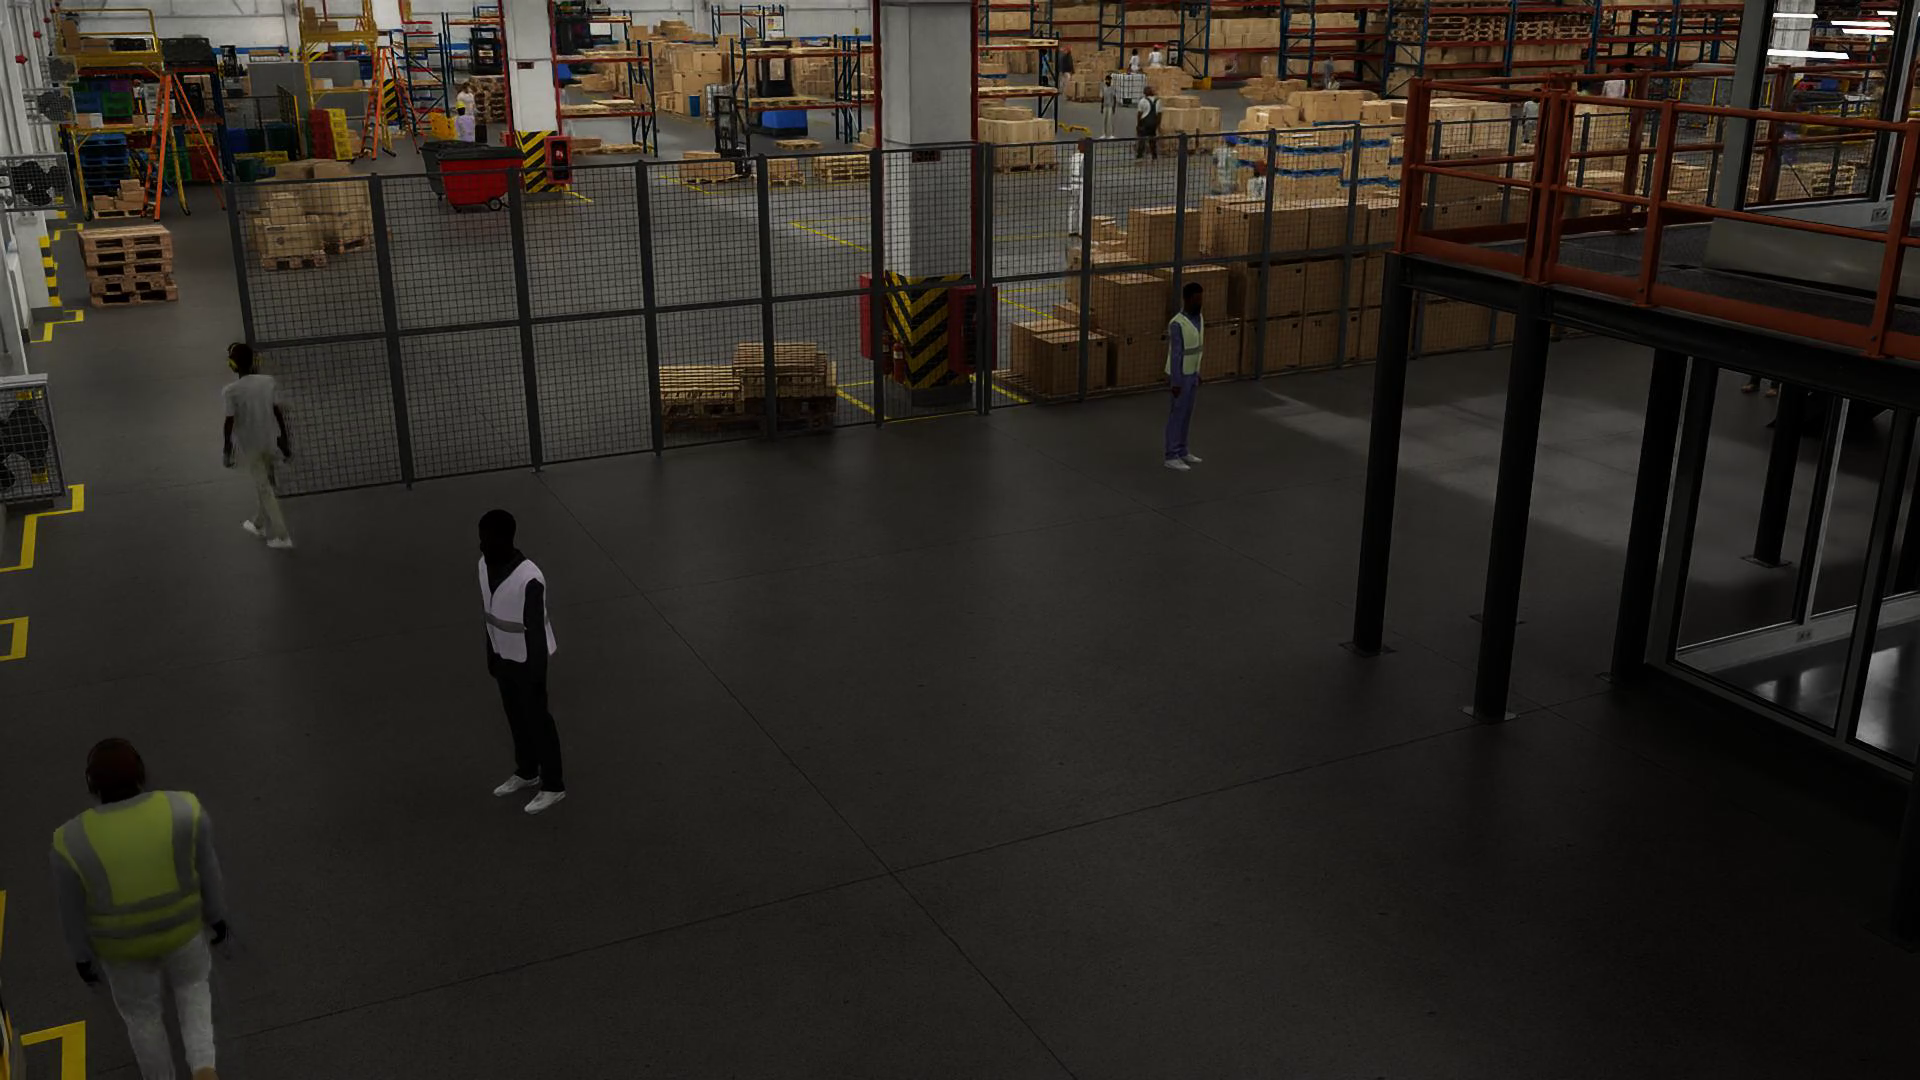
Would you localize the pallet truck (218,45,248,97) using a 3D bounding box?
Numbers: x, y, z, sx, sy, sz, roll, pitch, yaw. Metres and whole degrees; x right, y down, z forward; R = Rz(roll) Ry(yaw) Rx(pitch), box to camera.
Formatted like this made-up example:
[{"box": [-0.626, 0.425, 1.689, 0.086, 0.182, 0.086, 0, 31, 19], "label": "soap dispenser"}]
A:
[{"box": [-28.879, -18.665, 66.111, 0.823, 1.965, 1.885, -3, 19, -9], "label": "pallet truck"}]

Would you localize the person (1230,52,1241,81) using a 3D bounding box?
[{"box": [12.465, -21.685, 75.120, 0.527, 1.827, 0.643, -11, 22, -28], "label": "person"}]

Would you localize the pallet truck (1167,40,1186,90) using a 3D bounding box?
[{"box": [9.045, -19.971, 69.895, 0.823, 1.965, 1.885, -3, 19, -8], "label": "pallet truck"}]

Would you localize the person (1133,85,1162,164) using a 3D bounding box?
[{"box": [4.892, -10.888, 43.500, 0.873, 2.000, 0.604, -11, 22, -29], "label": "person"}]

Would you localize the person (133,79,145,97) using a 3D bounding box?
[{"box": [-25.354, -13.403, 51.415, 0.523, 1.632, 0.313, 6, 20, 17], "label": "person"}]

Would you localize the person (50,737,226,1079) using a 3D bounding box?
[{"box": [-3.561, 1.713, 7.286, 0.648, 1.833, 0.435, -12, 23, -32], "label": "person"}]

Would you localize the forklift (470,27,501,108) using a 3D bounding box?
[{"box": [-17.318, -17.331, 60.909, 1.129, 2.768, 1.873, -5, 20, -13], "label": "forklift"}]

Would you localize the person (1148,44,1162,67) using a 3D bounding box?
[{"box": [8.092, -19.537, 68.826, 0.559, 1.888, 0.845, -5, 20, -15], "label": "person"}]

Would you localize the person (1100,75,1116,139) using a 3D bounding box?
[{"box": [4.437, -12.939, 49.727, 0.507, 1.860, 0.323, 14, 24, 35], "label": "person"}]

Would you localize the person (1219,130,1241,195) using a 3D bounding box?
[{"box": [5.306, -7.099, 32.722, 0.568, 1.903, 0.638, -7, 20, -19], "label": "person"}]

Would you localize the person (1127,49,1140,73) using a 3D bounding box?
[{"box": [7.293, -19.704, 69.640, 0.869, 1.650, 0.538, 14, 23, 34], "label": "person"}]

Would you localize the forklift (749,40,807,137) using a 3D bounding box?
[{"box": [-5.539, -13.706, 50.402, 1.129, 2.768, 1.873, -12, 23, -32], "label": "forklift"}]

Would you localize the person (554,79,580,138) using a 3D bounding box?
[{"box": [-11.639, -12.590, 48.798, 0.636, 1.790, 0.936, 12, 23, 32], "label": "person"}]

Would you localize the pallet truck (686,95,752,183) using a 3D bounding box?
[{"box": [-5.836, -9.608, 39.856, 0.823, 1.965, 1.885, 10, 22, 27], "label": "pallet truck"}]

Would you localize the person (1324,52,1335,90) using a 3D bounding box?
[{"box": [13.813, -17.204, 62.005, 0.526, 1.907, 0.659, 15, 24, 38], "label": "person"}]

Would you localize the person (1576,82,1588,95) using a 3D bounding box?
[{"box": [18.797, -13.105, 50.496, 0.529, 1.661, 0.842, 15, 24, 38], "label": "person"}]

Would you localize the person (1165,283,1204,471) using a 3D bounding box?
[{"box": [2.296, -1.683, 17.003, 0.373, 1.915, 0.596, 11, 22, 29], "label": "person"}]

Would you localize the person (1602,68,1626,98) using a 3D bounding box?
[{"box": [20.797, -14.069, 52.981, 0.656, 1.880, 0.887, 6, 20, 16], "label": "person"}]

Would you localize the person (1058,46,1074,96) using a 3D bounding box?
[{"box": [4.247, -18.684, 66.249, 1.005, 1.953, 0.623, 11, 22, 28], "label": "person"}]

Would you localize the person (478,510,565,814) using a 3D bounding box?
[{"box": [-2.666, 0.711, 10.083, 0.586, 1.910, 0.396, 17, 25, 40], "label": "person"}]

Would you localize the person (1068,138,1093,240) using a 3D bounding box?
[{"box": [2.279, -6.629, 31.411, 0.354, 1.877, 0.574, -15, 24, -37], "label": "person"}]

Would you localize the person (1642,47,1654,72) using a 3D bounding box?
[{"box": [28.640, -19.652, 69.320, 0.329, 1.767, 0.529, -10, 21, -27], "label": "person"}]

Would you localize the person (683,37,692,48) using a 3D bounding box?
[{"box": [-12.256, -21.523, 74.504, 0.584, 1.926, 0.378, -10, 21, -26], "label": "person"}]

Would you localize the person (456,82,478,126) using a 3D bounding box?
[{"box": [-13.668, -11.692, 46.018, 0.503, 1.918, 0.726, 7, 20, 19], "label": "person"}]

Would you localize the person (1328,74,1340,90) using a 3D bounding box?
[{"box": [12.102, -14.292, 53.990, 0.316, 1.629, 0.507, -9, 21, -25], "label": "person"}]

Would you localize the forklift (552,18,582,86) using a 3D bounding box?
[{"box": [-17.188, -21.113, 71.874, 1.873, 2.768, 1.129, -12, 22, -31], "label": "forklift"}]

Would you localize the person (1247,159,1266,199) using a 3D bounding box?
[{"box": [5.099, -5.455, 28.047, 0.645, 1.854, 0.784, -17, 25, -40], "label": "person"}]

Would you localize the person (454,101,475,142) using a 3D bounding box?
[{"box": [-11.694, -9.372, 39.295, 0.392, 1.916, 0.587, 11, 22, 29], "label": "person"}]

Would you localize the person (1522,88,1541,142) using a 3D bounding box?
[{"box": [14.850, -10.699, 43.076, 0.601, 1.958, 0.388, 6, 20, 16], "label": "person"}]

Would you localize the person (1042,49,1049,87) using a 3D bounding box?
[{"box": [3.504, -19.562, 69.164, 0.317, 1.696, 0.537, 12, 22, 31], "label": "person"}]

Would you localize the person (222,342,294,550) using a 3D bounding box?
[{"box": [-6.263, -0.836, 14.651, 0.870, 1.840, 0.524, 12, 22, 30], "label": "person"}]
